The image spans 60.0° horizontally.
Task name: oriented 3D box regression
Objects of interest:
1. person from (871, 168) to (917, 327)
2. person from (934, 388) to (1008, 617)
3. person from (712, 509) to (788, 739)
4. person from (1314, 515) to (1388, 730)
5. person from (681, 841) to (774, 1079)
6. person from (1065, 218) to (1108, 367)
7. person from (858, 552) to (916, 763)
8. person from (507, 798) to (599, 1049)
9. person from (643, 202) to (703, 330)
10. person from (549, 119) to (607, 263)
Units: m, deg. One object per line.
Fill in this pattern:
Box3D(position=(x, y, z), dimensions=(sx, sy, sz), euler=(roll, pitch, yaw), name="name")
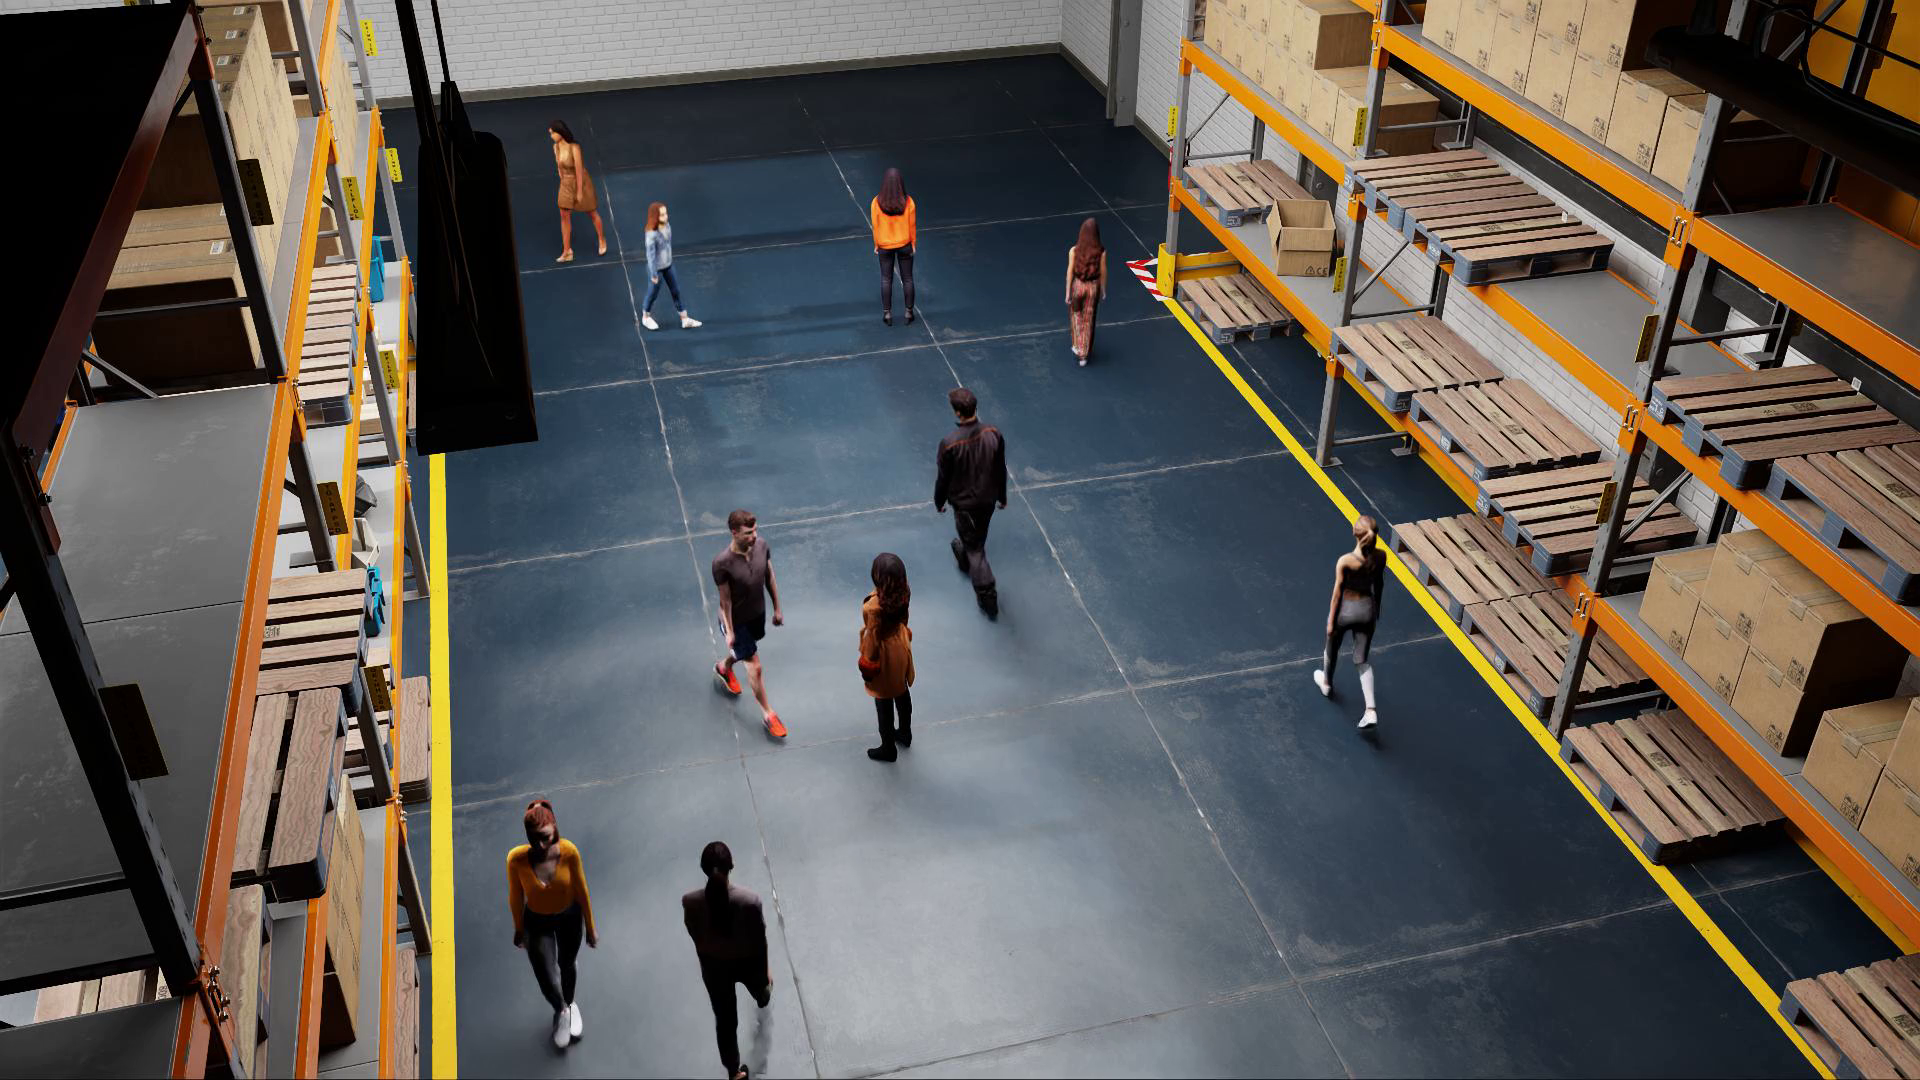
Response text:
Box3D(position=(-0.679, -3.085, 17.507), dimensions=(0.674, 1.749, 0.639), euler=(0, 34, 0), name="person")
Box3D(position=(0.147, -0.254, 13.118), dimensions=(0.857, 1.893, 1.244), euler=(-13, 36, -19), name="person")
Box3D(position=(-1.613, 0.516, 12.034), dimensions=(1.258, 1.810, 1.031), euler=(28, 43, 36), name="person")
Box3D(position=(2.877, 0.610, 12.013), dimensions=(0.597, 1.676, 1.085), euler=(-7, 34, -10), name="person")
Box3D(position=(-1.299, 2.450, 9.284), dimensions=(0.830, 1.633, 1.142), euler=(1, 34, 2), name="person")
Box3D(position=(1.267, -2.478, 16.773), dimensions=(0.662, 1.551, 0.728), euler=(2, 34, 3), name="person")
Box3D(position=(-0.504, 0.813, 11.667), dimensions=(0.826, 1.720, 0.780), euler=(20, 38, 27), name="person")
Box3D(position=(-2.361, 2.155, 9.631), dimensions=(0.632, 1.740, 0.601), euler=(-11, 35, -16), name="person")
Box3D(position=(-3.199, -2.868, 17.464), dimensions=(0.964, 1.434, 0.924), euler=(15, 37, 22), name="person")
Box3D(position=(-4.325, -4.014, 18.996), dimensions=(0.898, 1.648, 0.977), euler=(12, 35, 17), name="person")
